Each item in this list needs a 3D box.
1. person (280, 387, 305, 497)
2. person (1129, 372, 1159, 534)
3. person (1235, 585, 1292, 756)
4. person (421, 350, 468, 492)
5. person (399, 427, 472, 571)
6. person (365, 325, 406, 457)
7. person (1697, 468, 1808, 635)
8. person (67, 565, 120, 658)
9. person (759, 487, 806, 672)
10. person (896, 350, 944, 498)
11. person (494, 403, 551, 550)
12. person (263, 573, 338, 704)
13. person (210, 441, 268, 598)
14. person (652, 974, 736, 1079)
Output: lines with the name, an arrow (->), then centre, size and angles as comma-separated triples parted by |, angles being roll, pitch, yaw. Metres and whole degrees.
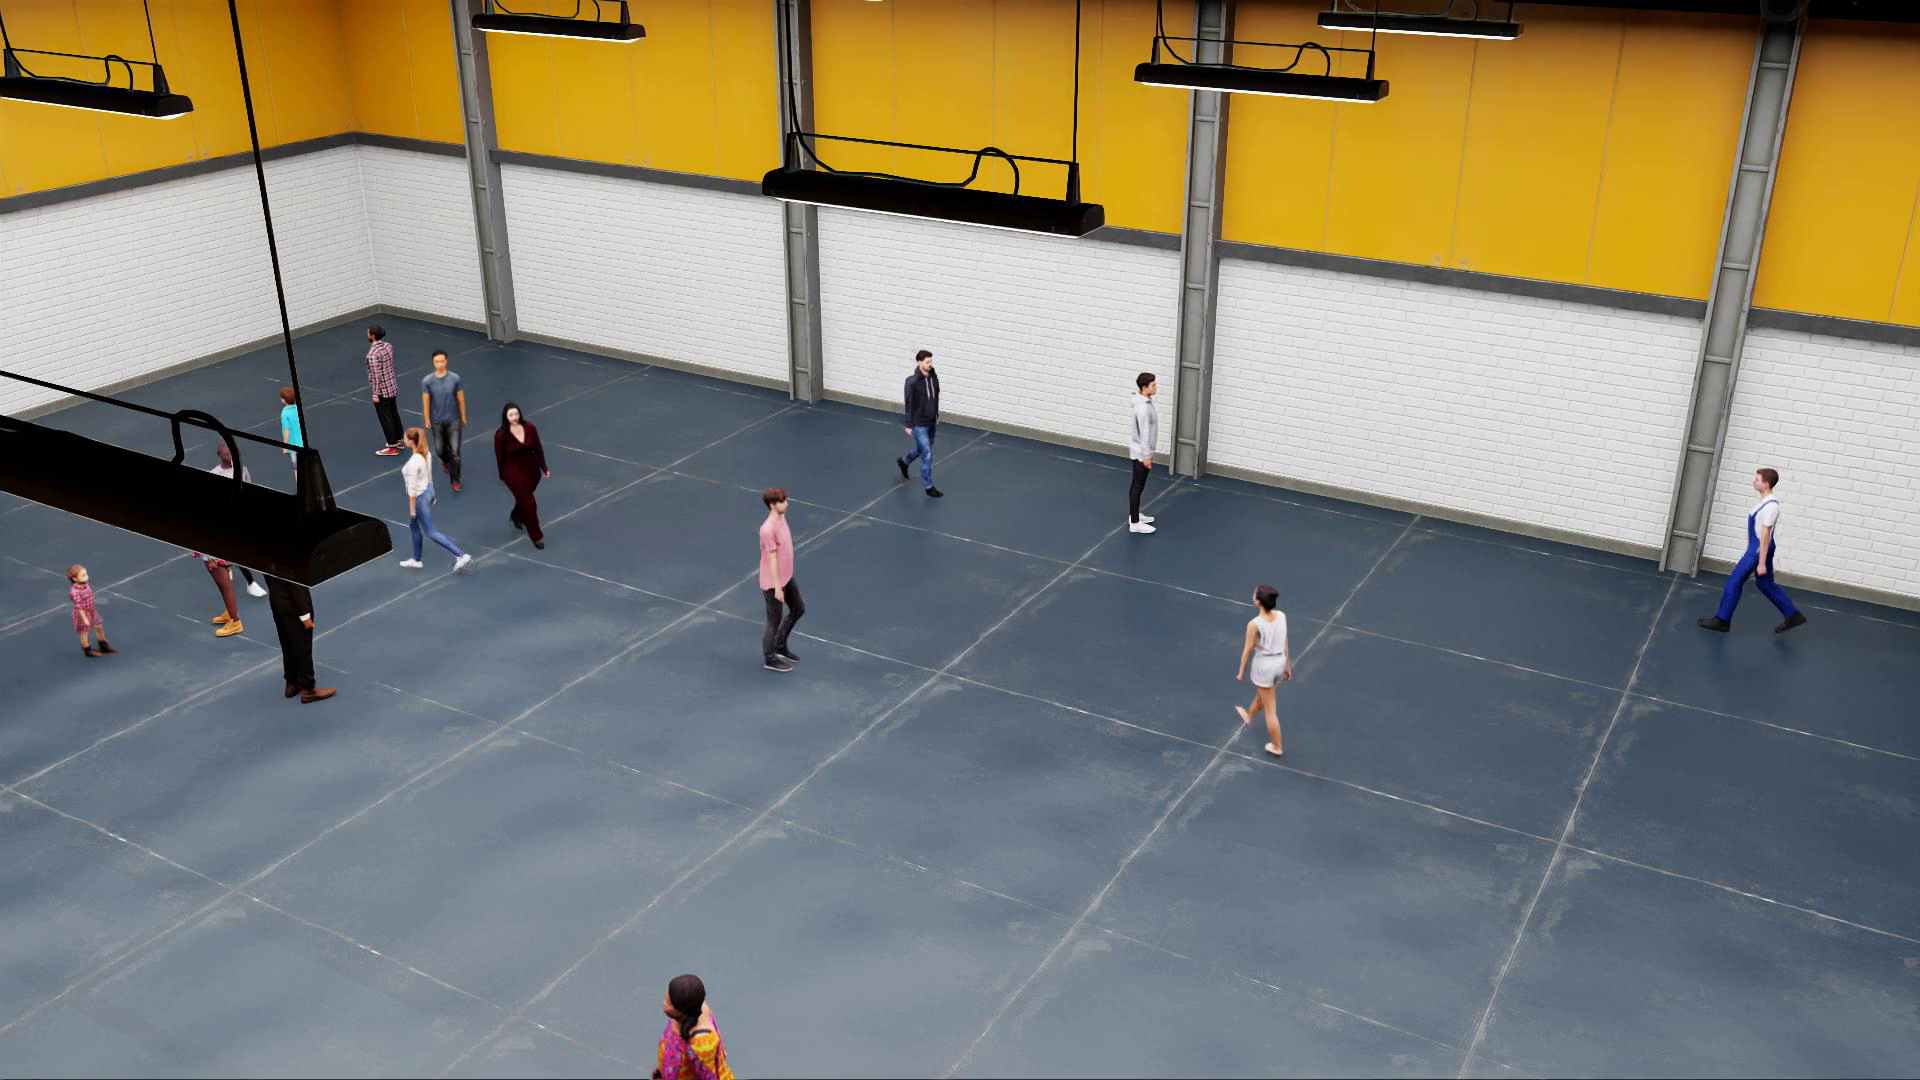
person -> -8.194, -1.208, 20.548 | 0.539, 1.449, 0.557 | 8, 25, 17
person -> 2.135, -1.051, 19.589 | 0.756, 1.930, 0.769 | 2, 24, 4
person -> 2.816, 1.194, 14.887 | 0.891, 1.581, 1.087 | -12, 27, -26
person -> -6.449, -1.528, 20.851 | 0.989, 1.793, 1.059 | -7, 25, -17
person -> -5.879, -0.418, 18.439 | 1.182, 1.691, 0.936 | 1, 24, 3
person -> -7.609, -1.995, 21.958 | 0.724, 1.761, 0.767 | 3, 24, 6
person -> 8.250, 0.162, 16.959 | 1.294, 1.813, 0.780 | 9, 25, 20
person -> -8.820, 0.718, 16.688 | 0.630, 1.012, 0.545 | 2, 24, 5
person -> -1.876, 0.384, 16.290 | 0.747, 1.943, 0.751 | 4, 24, 10
person -> -0.517, -1.477, 20.644 | 1.203, 1.864, 0.866 | 22, 32, 40
person -> -5.122, -0.781, 19.243 | 1.171, 1.712, 0.847 | 21, 31, 39
person -> -6.351, 0.632, 15.769 | 0.605, 1.905, 0.784 | 18, 30, 36
person -> -7.924, -0.261, 18.023 | 1.144, 1.736, 0.721 | 17, 29, 34
person -> -1.522, 3.281, 10.036 | 1.199, 1.644, 1.163 | -7, 24, -15
